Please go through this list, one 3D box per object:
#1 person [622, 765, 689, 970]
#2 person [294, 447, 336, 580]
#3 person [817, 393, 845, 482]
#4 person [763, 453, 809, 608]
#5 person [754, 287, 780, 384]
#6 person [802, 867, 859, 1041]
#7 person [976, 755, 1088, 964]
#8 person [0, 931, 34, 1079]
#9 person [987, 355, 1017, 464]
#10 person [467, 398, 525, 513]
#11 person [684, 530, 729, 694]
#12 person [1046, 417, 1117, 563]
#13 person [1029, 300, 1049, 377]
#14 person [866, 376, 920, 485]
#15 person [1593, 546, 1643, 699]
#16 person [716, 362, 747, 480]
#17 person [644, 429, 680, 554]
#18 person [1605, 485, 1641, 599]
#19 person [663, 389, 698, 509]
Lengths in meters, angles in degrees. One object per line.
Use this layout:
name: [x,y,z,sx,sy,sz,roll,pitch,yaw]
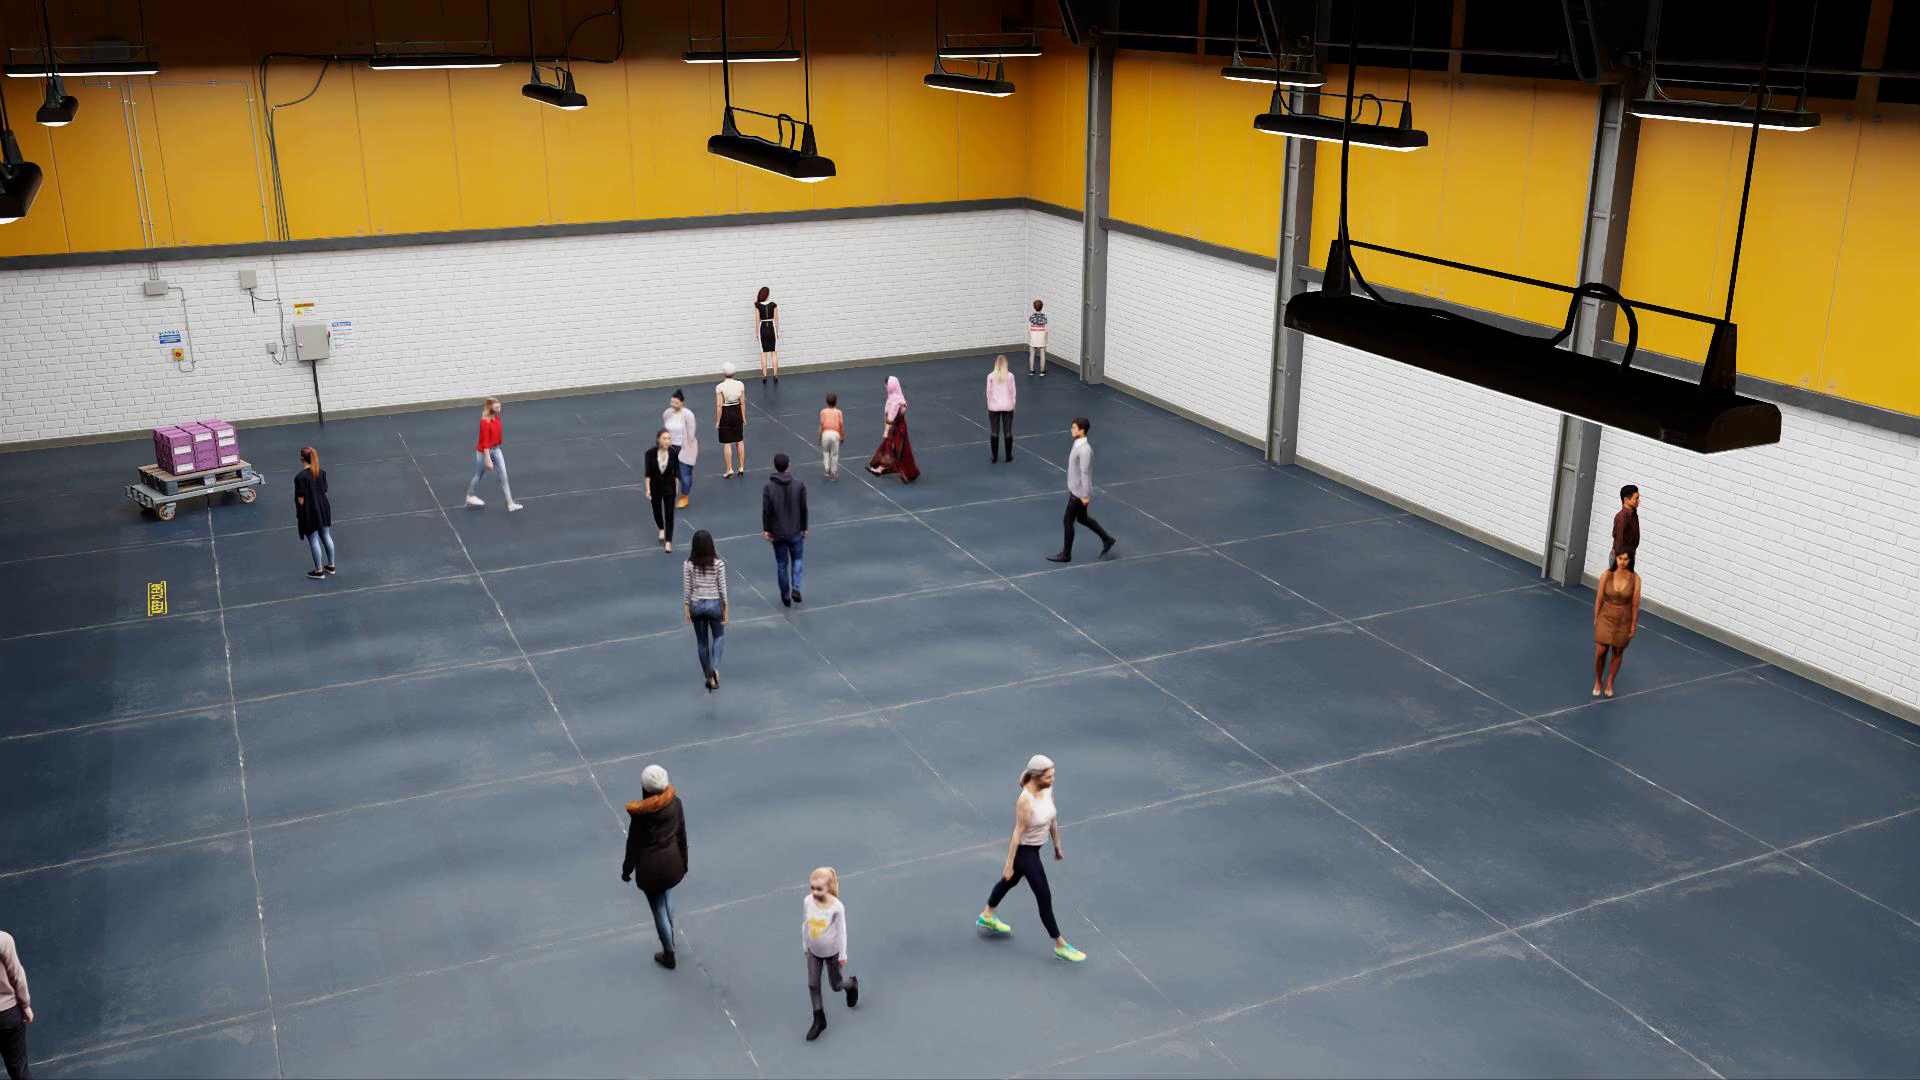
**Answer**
person: [-2.214,2.466,12.451,0.722,1.624,0.768,-18,25,-42]
person: [-8.040,-0.355,20.730,0.743,1.684,0.721,11,21,29]
person: [-1.937,-1.525,24.814,0.681,1.295,0.755,1,19,3]
person: [-2.039,-0.080,19.603,0.780,1.884,0.845,-3,19,-10]
person: [-3.559,-3.783,30.737,0.636,1.796,0.595,-2,19,-6]
person: [-0.927,2.879,11.787,0.786,1.264,0.825,8,20,23]
person: [0.448,2.383,12.659,1.293,1.647,1.147,9,20,24]
person: [-6.168,3.000,10.572,0.661,1.809,0.608,-5,19,-14]
person: [0.632,-2.033,25.710,0.679,1.687,0.674,0,19,0]
person: [-6.640,-1.172,23.249,1.245,1.625,1.156,6,20,17]
person: [-2.634,0.788,17.180,0.732,1.784,0.840,-2,19,-5]
person: [1.626,-0.644,21.205,1.089,1.929,1.225,-1,19,-3]
person: [1.478,-3.836,31.451,0.593,1.439,0.627,3,19,10]
person: [-0.855,-1.634,24.621,1.052,1.625,1.108,2,19,6]
person: [6.796,0.830,17.225,0.695,1.677,0.755,6,20,19]
person: [-3.428,-1.789,24.880,0.663,1.754,0.556,-11,21,-29]
person: [-3.902,-0.655,21.755,0.798,1.600,1.172,-3,19,-9]
person: [7.499,0.221,18.870,0.710,1.781,0.724,13,22,33]
person: [-3.904,-1.329,23.562,0.966,1.724,1.020,10,21,27]
